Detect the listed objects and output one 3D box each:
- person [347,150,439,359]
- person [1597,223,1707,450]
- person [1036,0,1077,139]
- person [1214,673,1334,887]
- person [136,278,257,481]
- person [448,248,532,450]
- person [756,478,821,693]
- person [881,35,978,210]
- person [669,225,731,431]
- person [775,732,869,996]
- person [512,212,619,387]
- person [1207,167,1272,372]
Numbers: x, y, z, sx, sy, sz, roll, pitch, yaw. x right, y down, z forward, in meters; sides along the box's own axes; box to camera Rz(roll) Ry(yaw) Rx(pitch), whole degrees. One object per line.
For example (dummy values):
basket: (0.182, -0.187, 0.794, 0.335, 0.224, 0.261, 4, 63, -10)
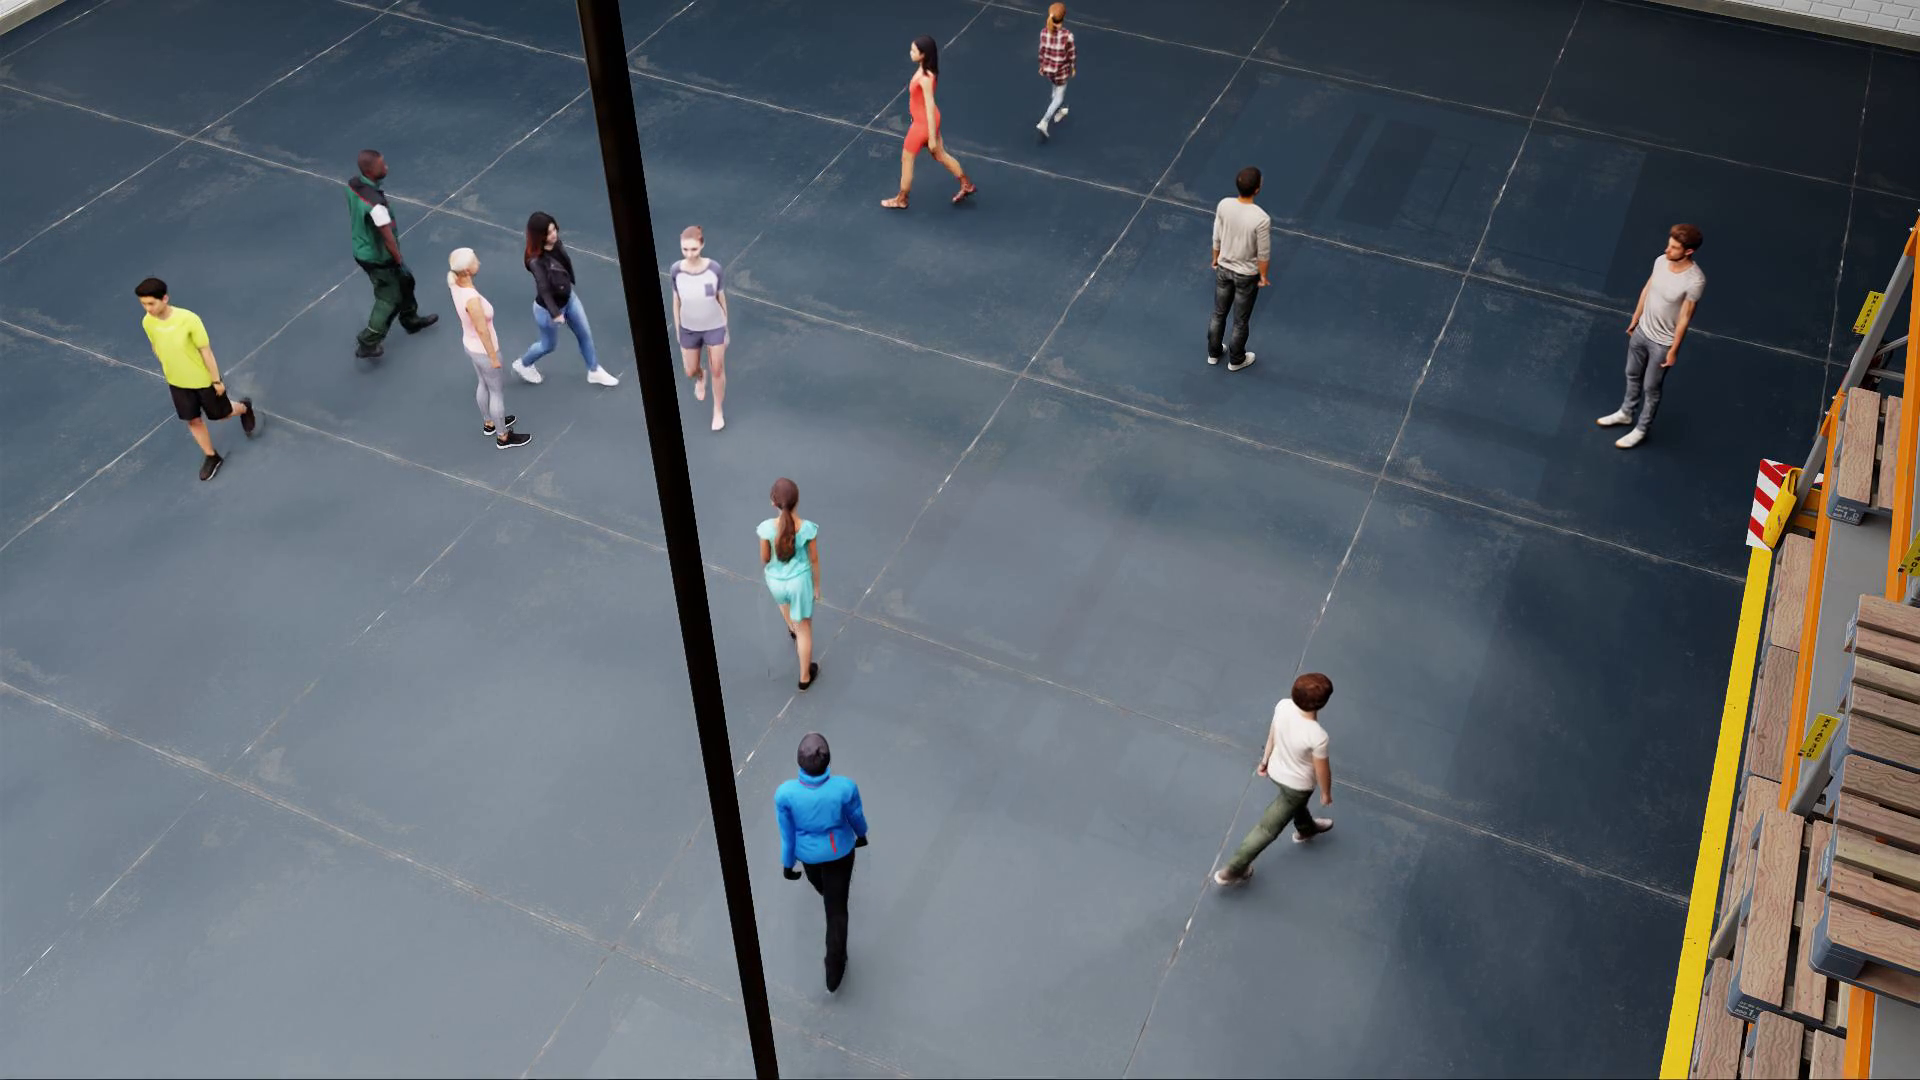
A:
person: (-4.688, -2.238, 13.293, 1.142, 1.806, 1.001, -30, 51, -28)
person: (5.267, -1.550, 12.514, 0.810, 1.886, 0.756, -15, 46, -16)
person: (0.912, -4.529, 16.076, 0.618, 1.284, 0.919, 26, 49, 25)
person: (1.849, 1.423, 9.593, 1.197, 1.610, 1.016, -22, 48, -22)
person: (-5.673, -1.275, 12.371, 0.836, 1.684, 1.028, 3, 44, 3)
person: (-3.604, -1.453, 12.528, 0.653, 1.725, 0.632, -26, 49, -25)
person: (-1.120, 0.328, 10.817, 0.786, 1.507, 1.016, 4, 44, 4)
person: (-0.213, -3.716, 14.936, 1.011, 1.681, 1.150, -1, 44, -1)
person: (-1.949, -1.680, 12.745, 0.735, 1.755, 0.836, -2, 44, -2)
person: (-0.751, 1.780, 9.120, 1.024, 1.744, 1.286, -2, 44, -3)
person: (-3.232, -1.837, 13.017, 0.820, 1.607, 1.042, 10, 44, 10)
person: (2.204, -2.146, 13.193, 0.701, 1.811, 0.619, 27, 50, 26)
